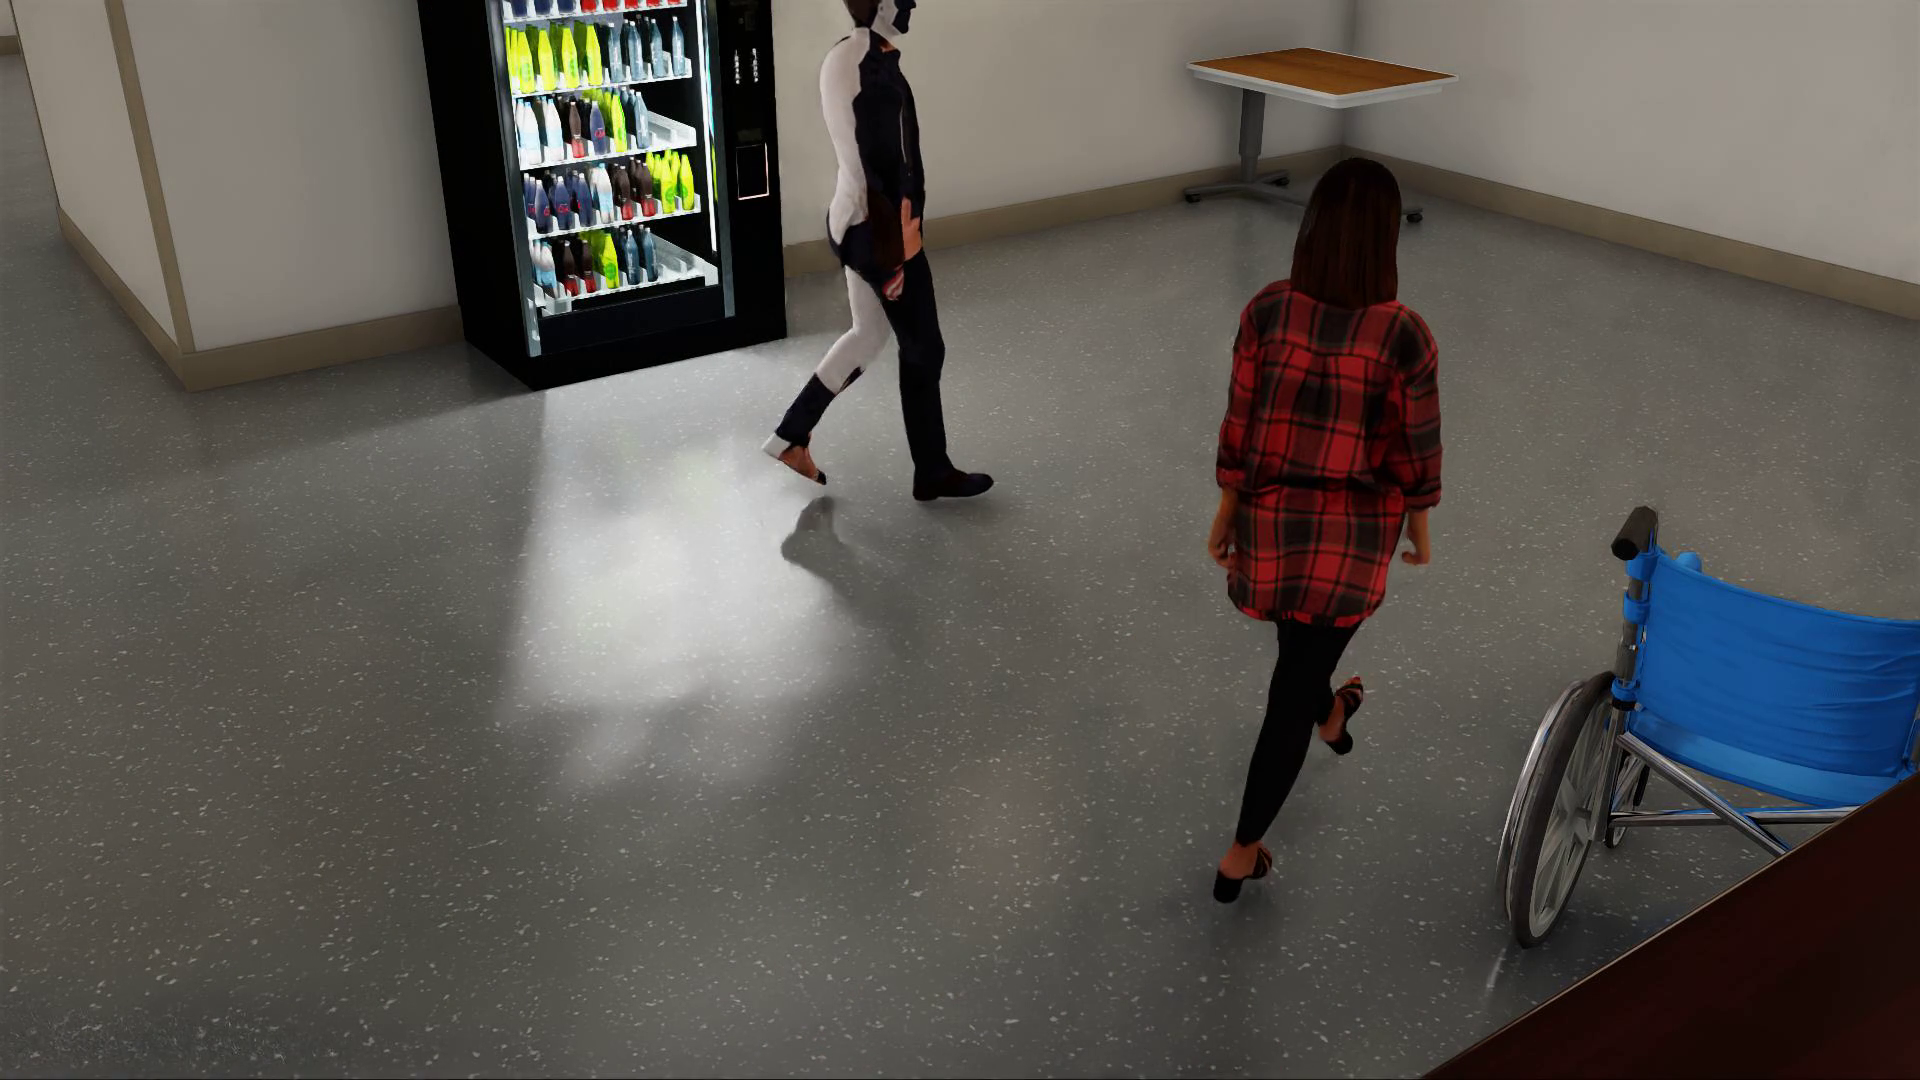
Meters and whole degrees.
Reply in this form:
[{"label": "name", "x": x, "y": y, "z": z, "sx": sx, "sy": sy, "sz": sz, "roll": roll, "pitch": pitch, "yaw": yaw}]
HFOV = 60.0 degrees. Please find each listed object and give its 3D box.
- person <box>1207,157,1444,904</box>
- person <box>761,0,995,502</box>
[{"label": "person", "x": 0.737, "y": 0.056, "z": 3.664, "sx": 0.877, "sy": 1.652, "sz": 1.185, "roll": 16, "pitch": 30, "yaw": 30}, {"label": "person", "x": -0.339, "y": -1.003, "z": 5.606, "sx": 1.112, "sy": 1.873, "sz": 0.862, "roll": -8, "pitch": 27, "yaw": -17}]
